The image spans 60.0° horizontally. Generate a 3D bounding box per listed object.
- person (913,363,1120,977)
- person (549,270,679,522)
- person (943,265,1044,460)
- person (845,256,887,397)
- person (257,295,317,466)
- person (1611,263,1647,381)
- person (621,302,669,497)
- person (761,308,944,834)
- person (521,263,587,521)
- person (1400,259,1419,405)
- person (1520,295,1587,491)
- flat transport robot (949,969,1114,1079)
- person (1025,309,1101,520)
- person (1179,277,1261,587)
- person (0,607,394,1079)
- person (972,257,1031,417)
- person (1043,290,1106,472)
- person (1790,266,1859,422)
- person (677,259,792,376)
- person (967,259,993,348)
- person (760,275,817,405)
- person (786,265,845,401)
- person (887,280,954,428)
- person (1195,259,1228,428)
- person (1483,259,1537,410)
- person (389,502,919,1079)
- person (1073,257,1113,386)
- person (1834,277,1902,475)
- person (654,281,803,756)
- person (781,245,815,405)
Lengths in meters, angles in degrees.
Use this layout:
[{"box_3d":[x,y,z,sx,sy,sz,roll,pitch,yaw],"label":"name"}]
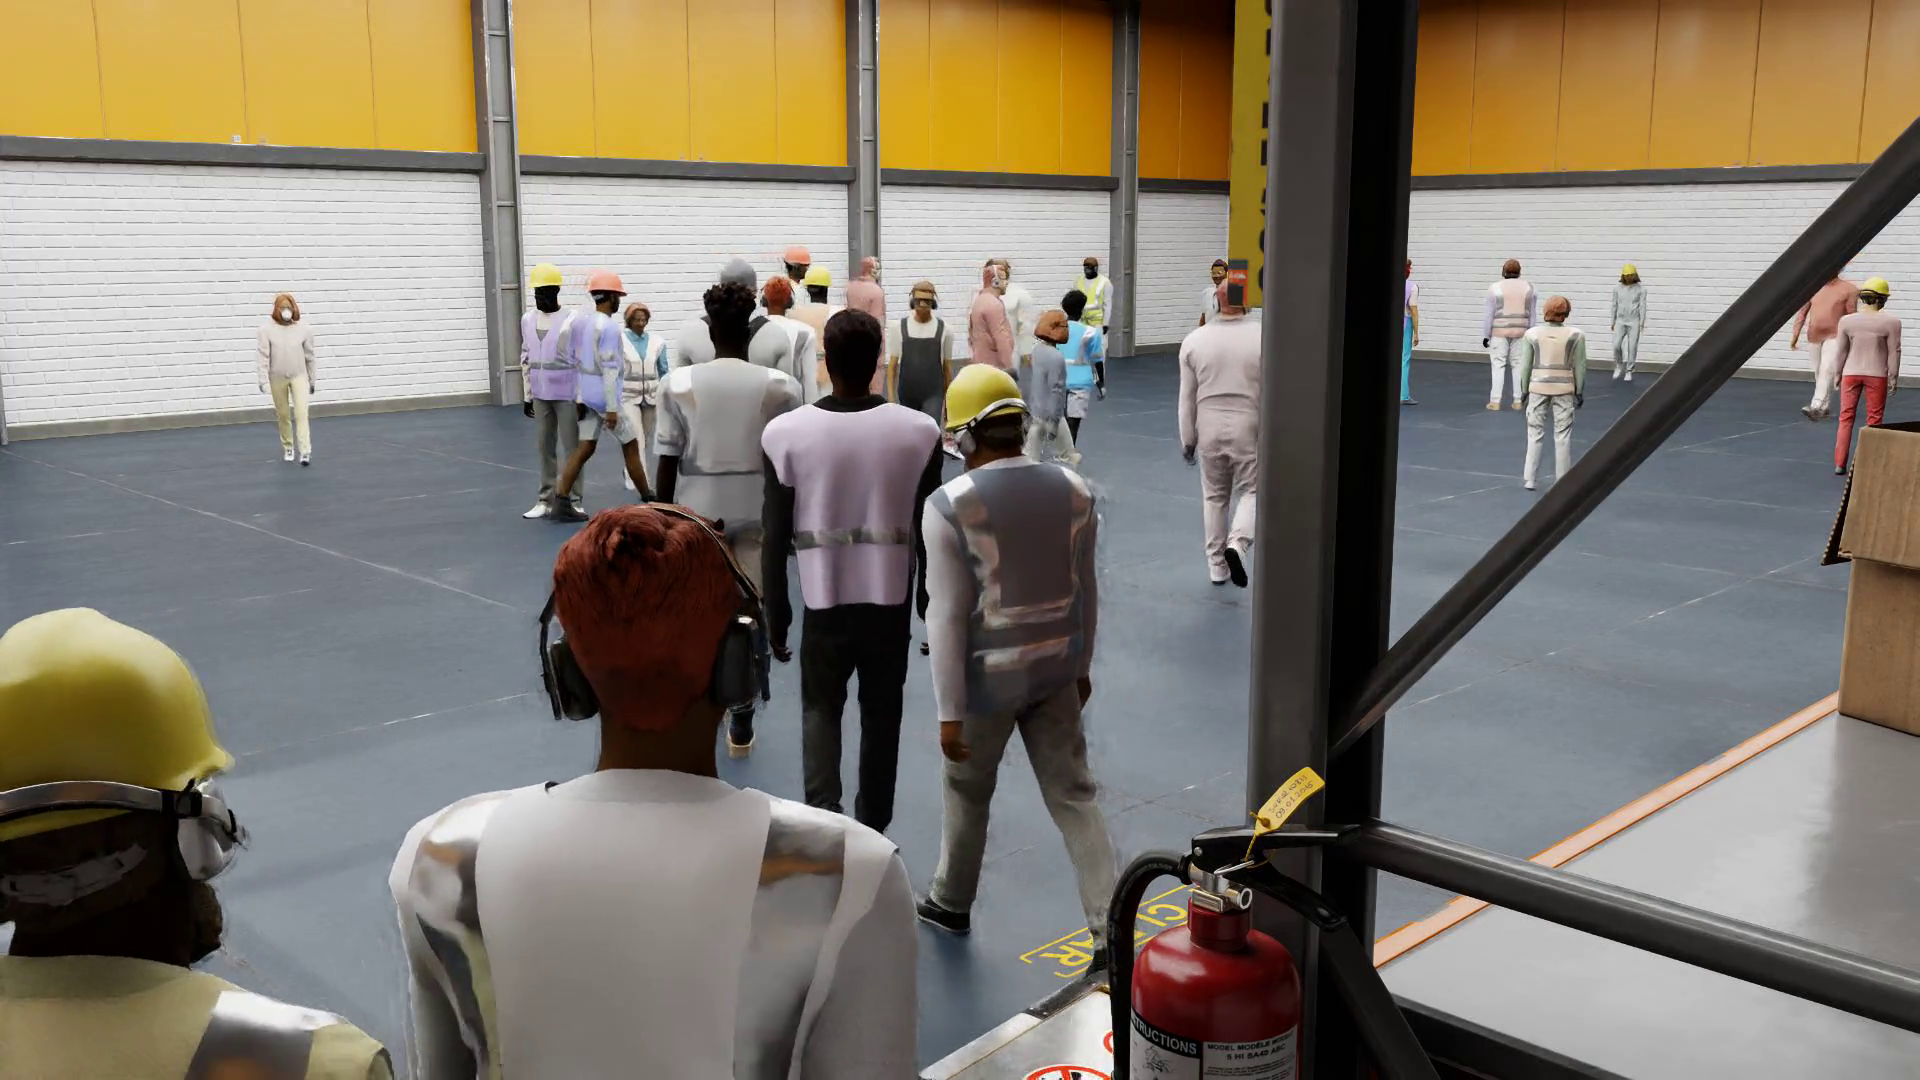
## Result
[{"box_3d":[0.182,0.389,4.763,0.625,1.783,0.943,-6,12,-31],"label":"person"},{"box_3d":[-2.652,-1.066,12.427,1.011,1.879,0.549,-7,13,-35],"label":"person"},{"box_3d":[0.282,-1.683,15.847,1.002,1.862,0.643,-1,10,-4],"label":"person"},{"box_3d":[-1.123,-2.341,19.328,0.683,1.894,0.642,-9,13,-39],"label":"person"},{"box_3d":[-6.266,-1.489,15.515,0.509,1.582,0.879,-4,11,-21],"label":"person"},{"box_3d":[9.812,-3.197,24.435,0.500,1.725,0.408,6,12,31],"label":"person"},{"box_3d":[-2.652,-1.152,13.620,0.515,1.600,0.837,-7,12,-32],"label":"person"},{"box_3d":[-0.340,0.207,5.396,0.598,1.903,0.627,0,10,-2],"label":"person"},{"box_3d":[-3.040,-1.101,12.457,0.589,1.927,0.386,5,11,24],"label":"person"},{"box_3d":[5.517,-2.617,20.944,0.390,1.847,0.563,-9,14,-40],"label":"person"},{"box_3d":[4.934,-1.215,13.866,0.522,1.638,0.310,5,11,25],"label":"person"},{"box_3d":[0.203,1.338,3.678,0.652,0.197,1.431,8,13,39],"label":"flat transport robot"},{"box_3d":[0.616,-0.909,12.312,0.821,1.599,0.506,-4,11,-23],"label":"person"},{"box_3d":[1.630,-0.633,10.002,0.659,1.890,0.590,4,11,20],"label":"person"},{"box_3d":[-0.732,0.969,1.515,0.603,1.810,0.456,2,11,13],"label":"person"},{"box_3d":[0.448,-1.990,17.358,0.634,1.915,0.787,2,11,13],"label":"person"},{"box_3d":[1.006,-1.341,14.492,0.553,1.646,0.862,4,11,23],"label":"person"},{"box_3d":[9.906,-2.335,19.137,1.024,1.940,0.623,-8,13,-36],"label":"person"},{"box_3d":[-1.355,-0.723,10.084,0.684,2.000,1.012,-1,10,-6],"label":"person"},{"box_3d":[0.365,-2.552,20.642,0.543,1.829,0.702,-1,10,-5],"label":"person"},{"box_3d":[-1.262,-0.871,11.396,0.600,1.868,0.698,-2,11,-11],"label":"person"},{"box_3d":[-1.209,-1.354,13.956,0.582,1.895,0.945,5,11,23],"label":"person"},{"box_3d":[-0.304,-1.117,12.914,0.516,1.811,0.922,0,10,3],"label":"person"},{"box_3d":[2.850,-2.150,18.330,0.521,1.874,0.327,6,12,29],"label":"person"},{"box_3d":[6.710,-2.507,20.360,0.633,1.841,0.429,0,10,0],"label":"person"},{"box_3d":[-0.308,0.891,1.793,0.587,1.855,0.554,1,10,6],"label":"person"},{"box_3d":[1.783,-3.051,23.393,0.654,1.811,0.848,6,12,30],"label":"person"},{"box_3d":[8.026,-1.437,14.733,0.530,1.765,0.326,10,14,42],"label":"person"},{"box_3d":[-0.960,-0.118,7.057,0.641,1.932,0.862,-1,10,-5],"label":"person"},{"box_3d":[-1.585,-1.953,16.833,0.693,2.019,0.651,-3,11,-15],"label":"person"}]
